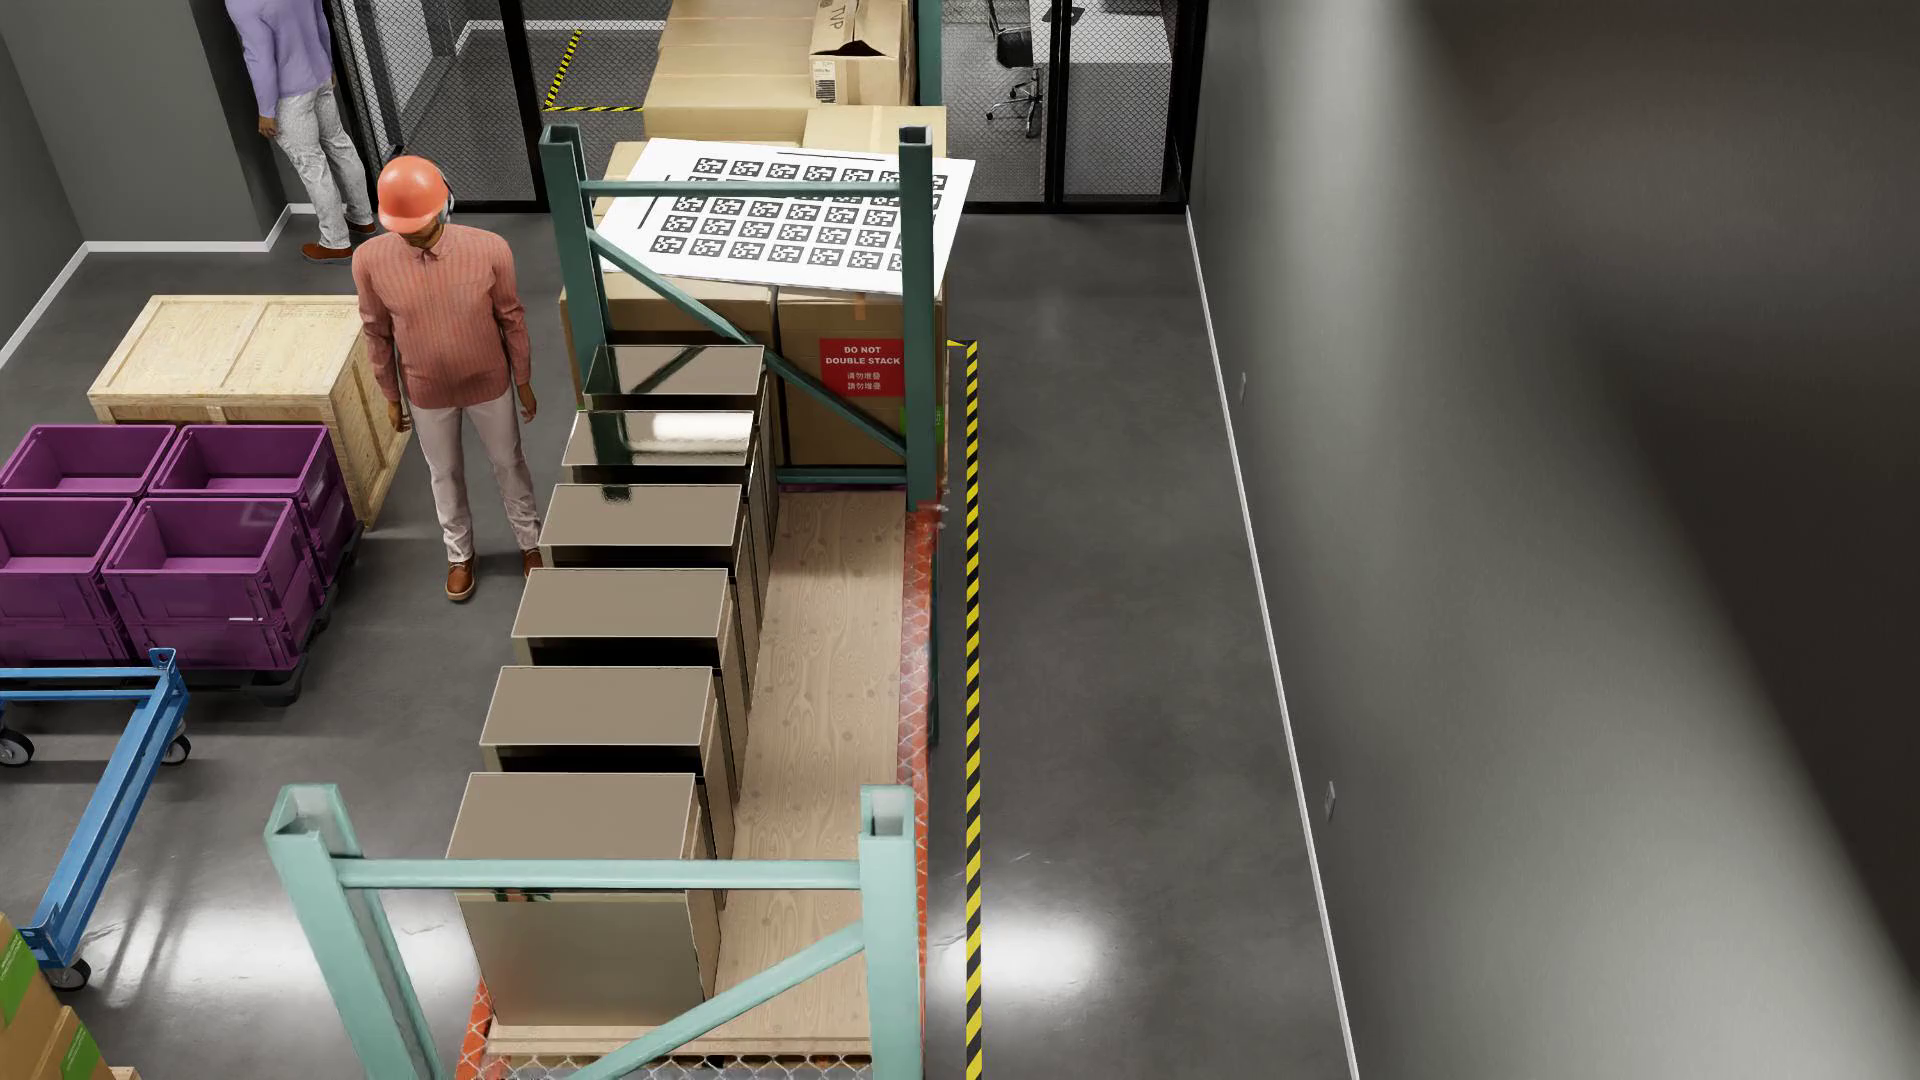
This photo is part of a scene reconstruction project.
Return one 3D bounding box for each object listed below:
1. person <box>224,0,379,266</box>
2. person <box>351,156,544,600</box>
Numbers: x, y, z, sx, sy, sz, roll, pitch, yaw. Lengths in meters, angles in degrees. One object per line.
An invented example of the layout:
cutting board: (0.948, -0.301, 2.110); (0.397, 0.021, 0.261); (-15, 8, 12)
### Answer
person: (-3.415, -2.337, 8.558); (0.354, 1.937, 0.635); (11, 42, 12)
person: (-1.977, -0.615, 6.553); (0.611, 1.987, 0.383); (-10, 42, -11)
